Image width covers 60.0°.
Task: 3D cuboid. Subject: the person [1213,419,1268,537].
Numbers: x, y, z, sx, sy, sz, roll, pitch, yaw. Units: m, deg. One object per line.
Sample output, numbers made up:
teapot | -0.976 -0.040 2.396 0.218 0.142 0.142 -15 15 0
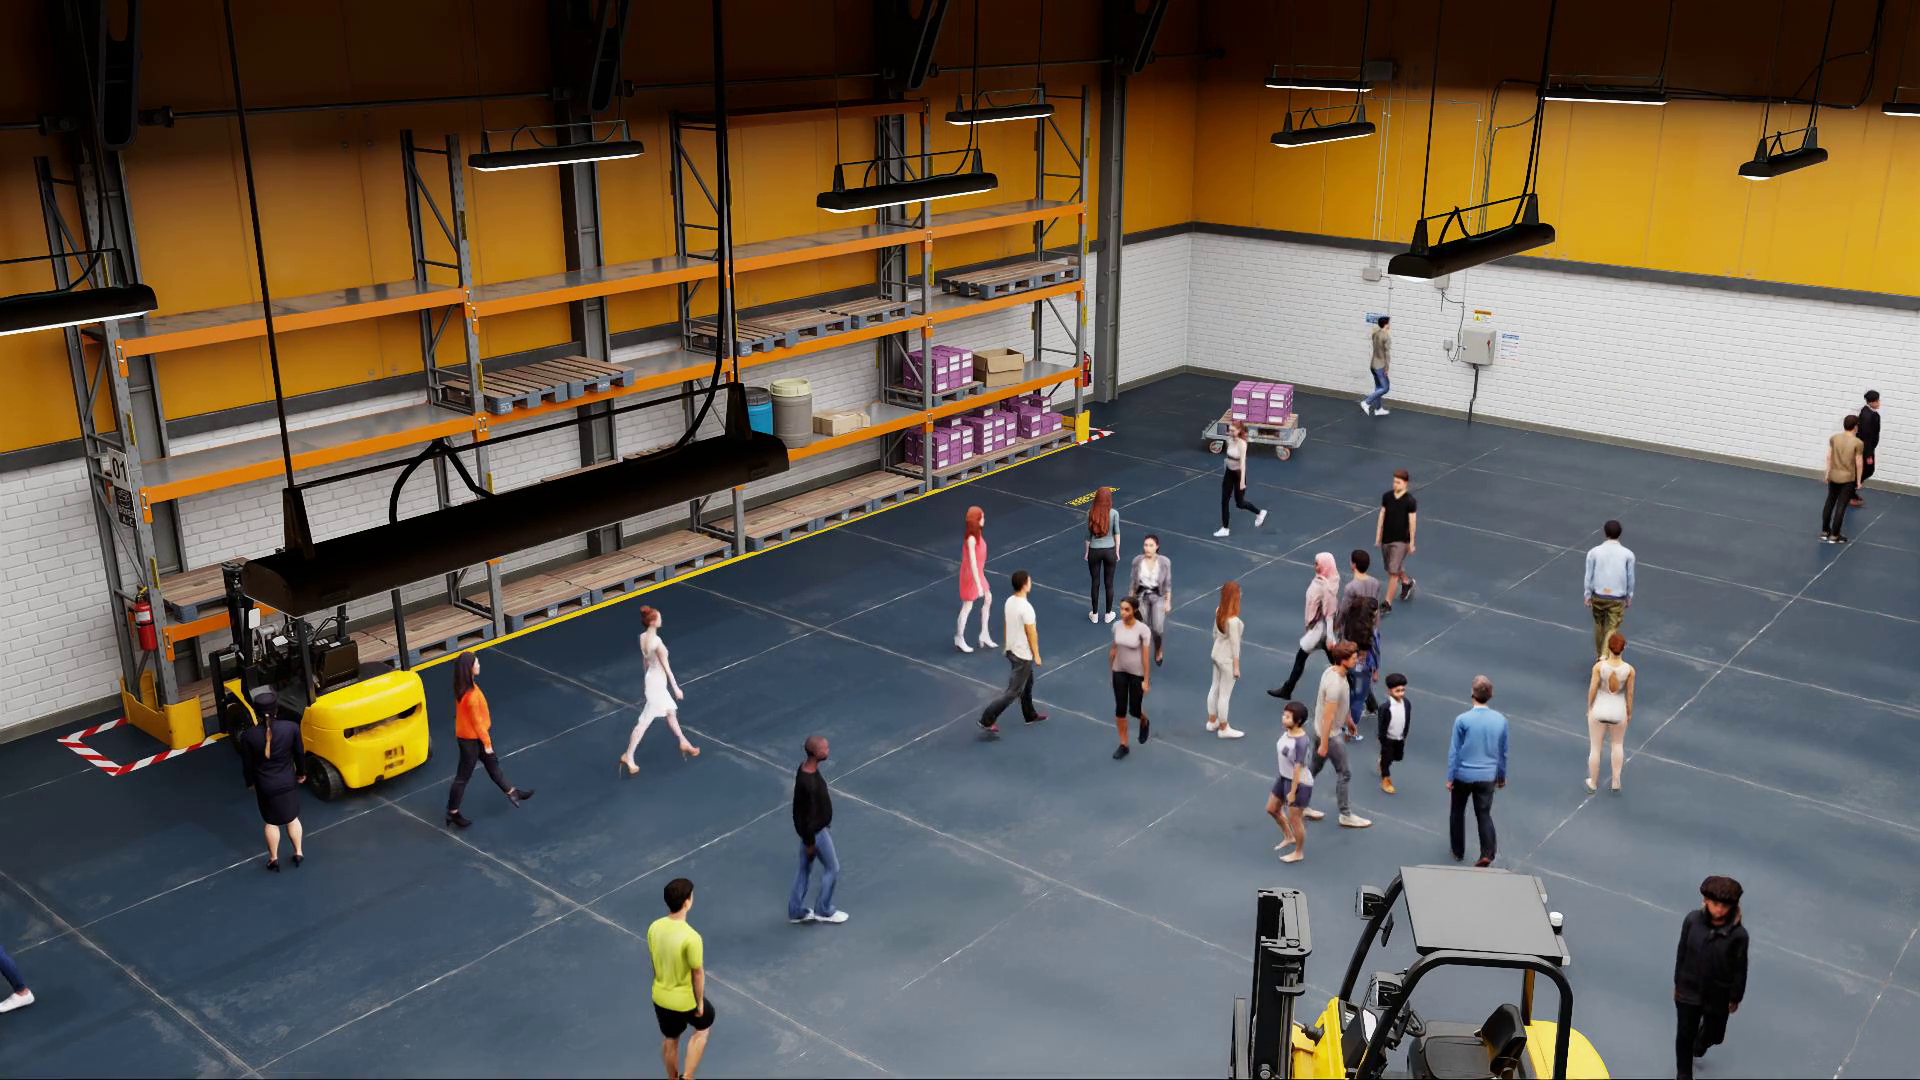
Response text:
person | 4.028 -0.882 23.807 1.129 1.721 0.911 -7 20 -20

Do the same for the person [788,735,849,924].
person | -1.325 2.445 13.916 0.864 1.728 0.794 -6 19 -16

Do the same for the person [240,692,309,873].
person | -6.105 2.166 14.838 0.689 1.670 0.832 -11 21 -29

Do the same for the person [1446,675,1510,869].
person | 4.605 2.118 14.788 1.044 1.791 1.123 -2 19 -6

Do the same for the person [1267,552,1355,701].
person | 4.046 1.021 18.116 1.069 1.747 1.279 5 19 14

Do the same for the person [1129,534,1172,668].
person | 2.211 0.700 19.196 0.719 1.665 0.719 5 19 16

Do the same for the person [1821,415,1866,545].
person | 12.495 -0.878 23.586 0.768 1.855 0.762 -11 21 -28

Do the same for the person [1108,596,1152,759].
person | 1.784 1.378 17.077 0.660 1.734 0.816 12 22 32

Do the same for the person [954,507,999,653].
person | 0.055 0.477 19.639 0.870 1.807 0.827 3 19 9

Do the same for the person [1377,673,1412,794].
person | 4.239 1.871 16.424 0.704 1.217 0.741 -5 19 -15

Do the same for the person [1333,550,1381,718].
person | 4.319 1.041 17.952 1.131 1.814 0.854 -15 24 -38

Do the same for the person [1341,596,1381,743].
person | 4.094 1.357 17.336 0.783 1.608 0.742 -6 19 -17

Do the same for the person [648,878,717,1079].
person | -2.030 3.214 11.682 0.711 1.697 0.764 8 20 23

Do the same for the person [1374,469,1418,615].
person | 5.579 -0.010 21.041 1.205 1.834 0.818 -15 24 -37

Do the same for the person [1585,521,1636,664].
person | 7.420 0.692 19.030 0.850 1.788 1.149 10 21 27

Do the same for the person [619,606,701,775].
person | -3.124 1.543 16.575 1.160 1.742 0.860 -10 21 -28

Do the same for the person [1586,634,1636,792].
person | 6.341 1.710 16.234 0.642 1.642 0.659 5 19 16

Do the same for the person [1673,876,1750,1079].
person | 5.290 3.145 11.797 0.761 1.755 1.114 10 21 28

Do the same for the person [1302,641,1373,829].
person | 3.366 1.816 15.588 1.041 1.854 1.038 1 19 3

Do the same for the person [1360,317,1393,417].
person | 7.593 -3.150 30.333 1.064 1.853 0.964 -6 19 -17

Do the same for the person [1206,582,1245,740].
person | 2.781 1.250 17.492 0.710 1.711 0.692 -6 19 -16

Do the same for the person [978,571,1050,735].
person | 0.548 1.213 17.502 1.222 1.775 0.993 -8 20 -23

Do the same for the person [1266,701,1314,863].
person | 3.076 2.171 15.006 0.720 1.553 0.674 -5 19 -15

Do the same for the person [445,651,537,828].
person | -4.664 1.904 15.563 1.198 1.703 0.949 -8 20 -23

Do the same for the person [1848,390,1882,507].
person | 13.623 -1.334 25.114 0.892 1.743 0.601 6 20 18

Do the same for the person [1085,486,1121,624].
person | 1.760 0.177 20.630 0.669 1.742 0.690 2 19 7
